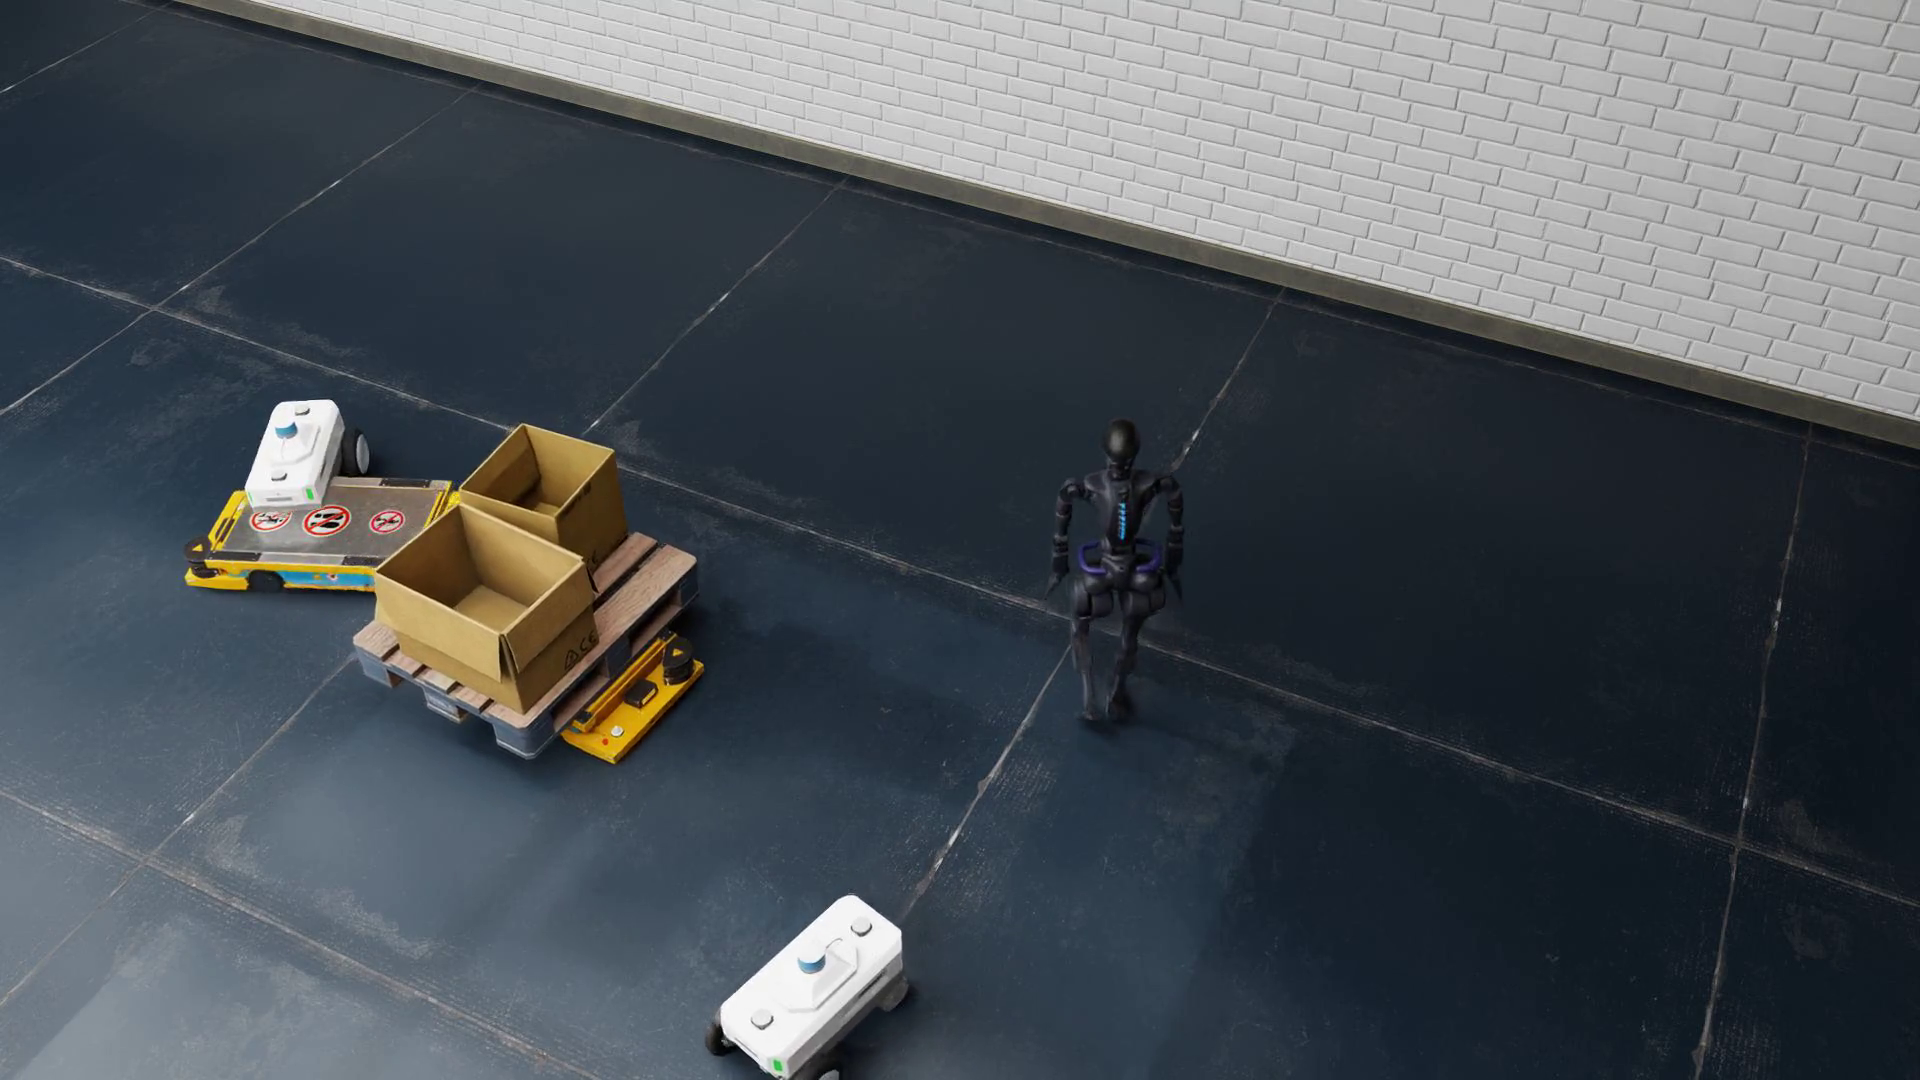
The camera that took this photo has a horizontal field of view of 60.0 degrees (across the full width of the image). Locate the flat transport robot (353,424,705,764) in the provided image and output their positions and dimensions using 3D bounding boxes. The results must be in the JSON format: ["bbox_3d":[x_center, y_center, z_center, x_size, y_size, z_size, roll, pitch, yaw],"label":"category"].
[{"bbox_3d":[-1.962,0.501,7.714,1.431,0.231,0.659,22,47,22],"label":"flat transport robot"}]

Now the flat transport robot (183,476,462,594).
[{"bbox_3d":[-3.040,-0.020,8.276,1.431,0.231,0.659,2,43,3],"label":"flat transport robot"}]

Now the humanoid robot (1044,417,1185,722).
[{"bbox_3d":[0.665,0.160,7.041,0.599,1.648,0.382,-2,43,-2],"label":"humanoid robot"}]

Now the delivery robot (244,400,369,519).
[{"bbox_3d":[-3.348,-0.389,8.479,0.514,0.614,0.786,-3,43,-3],"label":"delivery robot"}]

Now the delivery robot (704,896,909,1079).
[{"bbox_3d":[-0.543,1.699,6.202,0.499,0.581,0.774,31,51,29],"label":"delivery robot"}]
